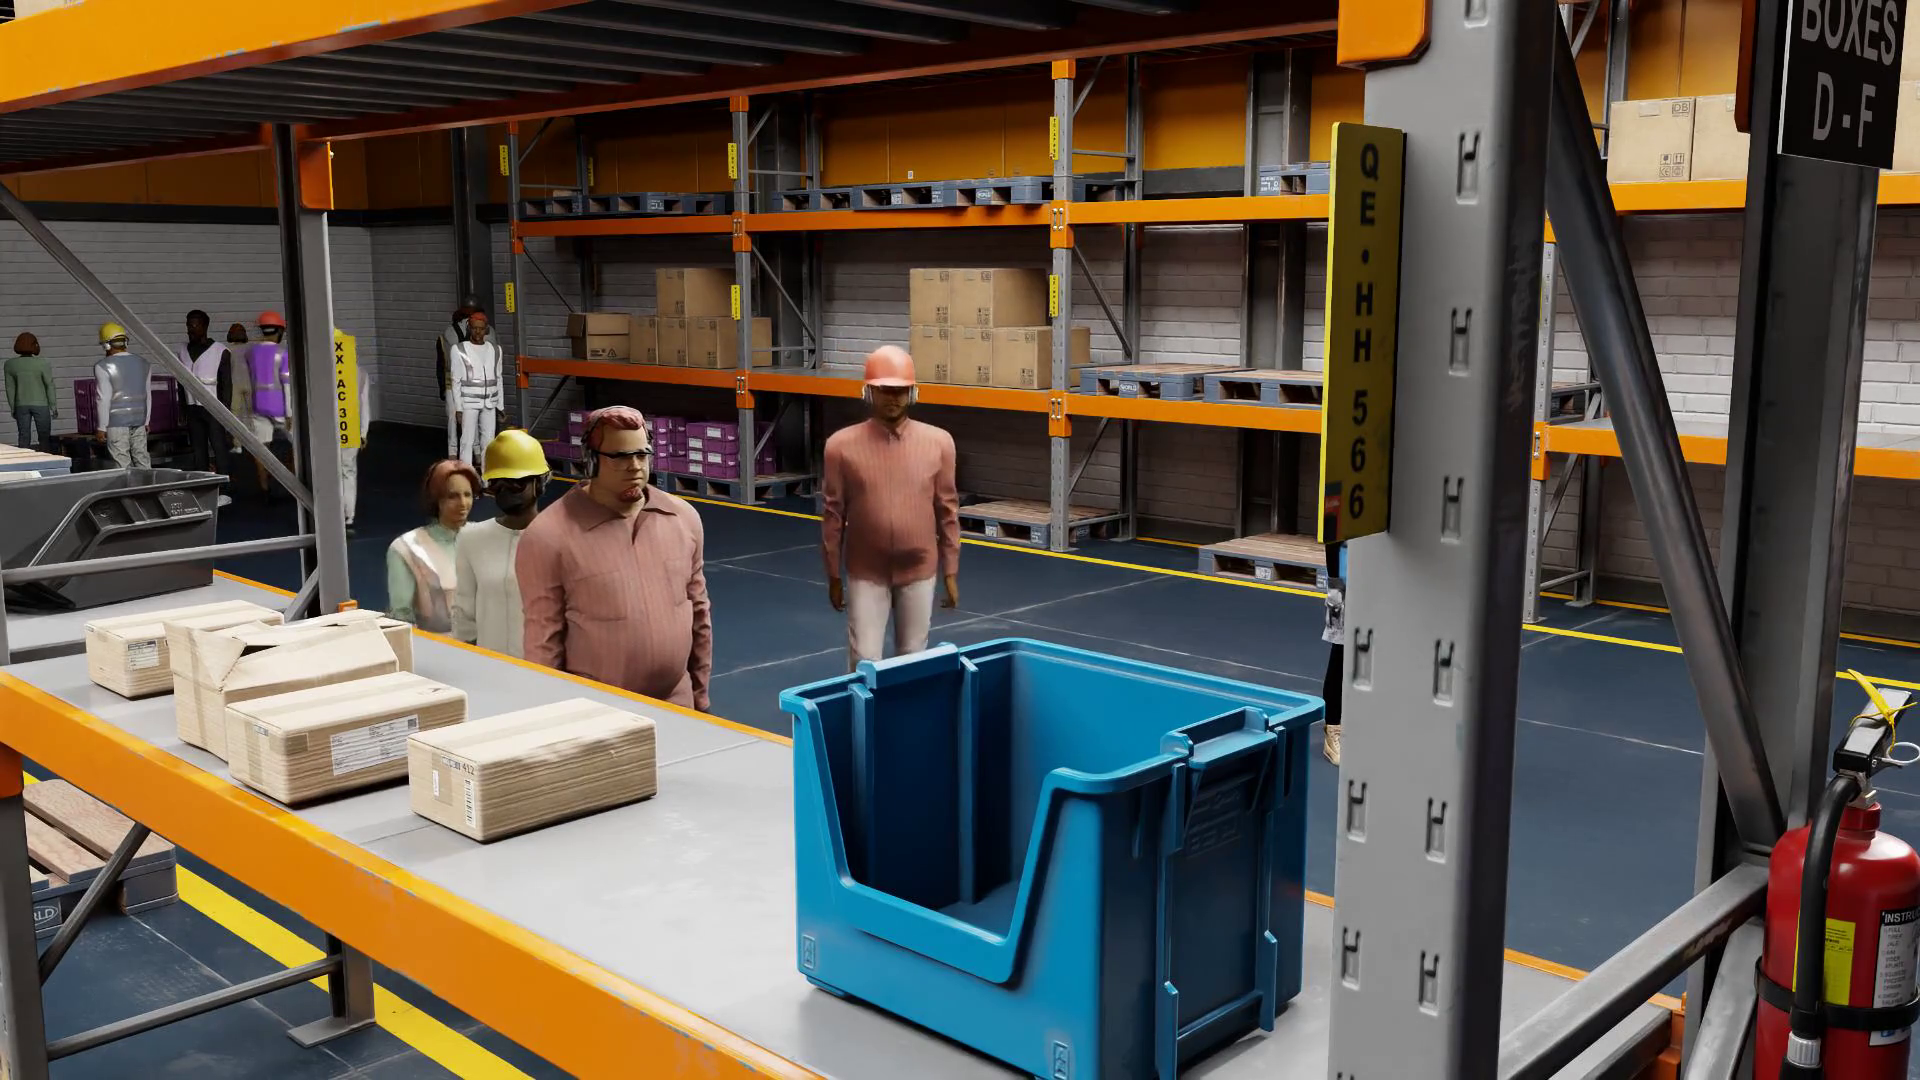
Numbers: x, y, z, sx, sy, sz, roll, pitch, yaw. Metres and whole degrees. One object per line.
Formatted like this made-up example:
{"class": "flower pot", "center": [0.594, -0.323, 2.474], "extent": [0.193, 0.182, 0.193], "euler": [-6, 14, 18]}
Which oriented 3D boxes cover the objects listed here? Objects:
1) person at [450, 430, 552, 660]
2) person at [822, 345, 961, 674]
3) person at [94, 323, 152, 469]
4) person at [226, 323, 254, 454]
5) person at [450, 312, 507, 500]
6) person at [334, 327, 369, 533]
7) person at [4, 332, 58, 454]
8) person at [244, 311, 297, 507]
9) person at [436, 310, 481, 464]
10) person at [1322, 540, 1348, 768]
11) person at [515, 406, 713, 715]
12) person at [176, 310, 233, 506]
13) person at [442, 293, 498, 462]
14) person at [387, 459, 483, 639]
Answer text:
{"class": "person", "center": [-1.518, 0.496, 5.811], "extent": [0.525, 1.769, 0.312], "euler": [1, 9, 5]}
{"class": "person", "center": [-0.304, 0.121, 7.426], "extent": [0.611, 1.982, 0.474], "euler": [-2, 9, -10]}
{"class": "person", "center": [-7.744, -1.091, 15.374], "extent": [0.403, 1.822, 0.588], "euler": [4, 10, 21]}
{"class": "person", "center": [-9.039, -1.902, 20.921], "extent": [0.507, 1.633, 0.277], "euler": [-8, 12, -39]}
{"class": "person", "center": [-4.837, -1.345, 16.738], "extent": [0.360, 1.884, 0.574], "euler": [9, 13, 44]}
{"class": "person", "center": [-5.438, -0.950, 14.494], "extent": [0.421, 1.822, 0.616], "euler": [8, 12, 41]}
{"class": "person", "center": [-10.024, -1.423, 17.981], "extent": [0.500, 1.633, 0.284], "euler": [-1, 9, -7]}
{"class": "person", "center": [-6.687, -1.287, 16.344], "extent": [0.546, 1.894, 0.767], "euler": [2, 9, 10]}
{"class": "person", "center": [-5.872, -1.809, 19.727], "extent": [0.624, 1.841, 0.430], "euler": [-3, 10, -18]}
{"class": "person", "center": [1.905, 0.213, 7.760], "extent": [0.538, 1.696, 0.317], "euler": [-5, 11, -29]}
{"class": "person", "center": [-1.049, 0.525, 5.252], "extent": [0.636, 1.900, 0.402], "euler": [-8, 12, -41]}
{"class": "person", "center": [-7.380, -1.287, 16.277], "extent": [0.591, 1.920, 0.392], "euler": [2, 10, 14]}
{"class": "person", "center": [-5.736, -1.910, 19.725], "extent": [0.681, 2.000, 0.538], "euler": [1, 9, 9]}
{"class": "person", "center": [-1.922, 0.497, 6.307], "extent": [0.527, 1.642, 0.616], "euler": [-9, 13, -43]}
